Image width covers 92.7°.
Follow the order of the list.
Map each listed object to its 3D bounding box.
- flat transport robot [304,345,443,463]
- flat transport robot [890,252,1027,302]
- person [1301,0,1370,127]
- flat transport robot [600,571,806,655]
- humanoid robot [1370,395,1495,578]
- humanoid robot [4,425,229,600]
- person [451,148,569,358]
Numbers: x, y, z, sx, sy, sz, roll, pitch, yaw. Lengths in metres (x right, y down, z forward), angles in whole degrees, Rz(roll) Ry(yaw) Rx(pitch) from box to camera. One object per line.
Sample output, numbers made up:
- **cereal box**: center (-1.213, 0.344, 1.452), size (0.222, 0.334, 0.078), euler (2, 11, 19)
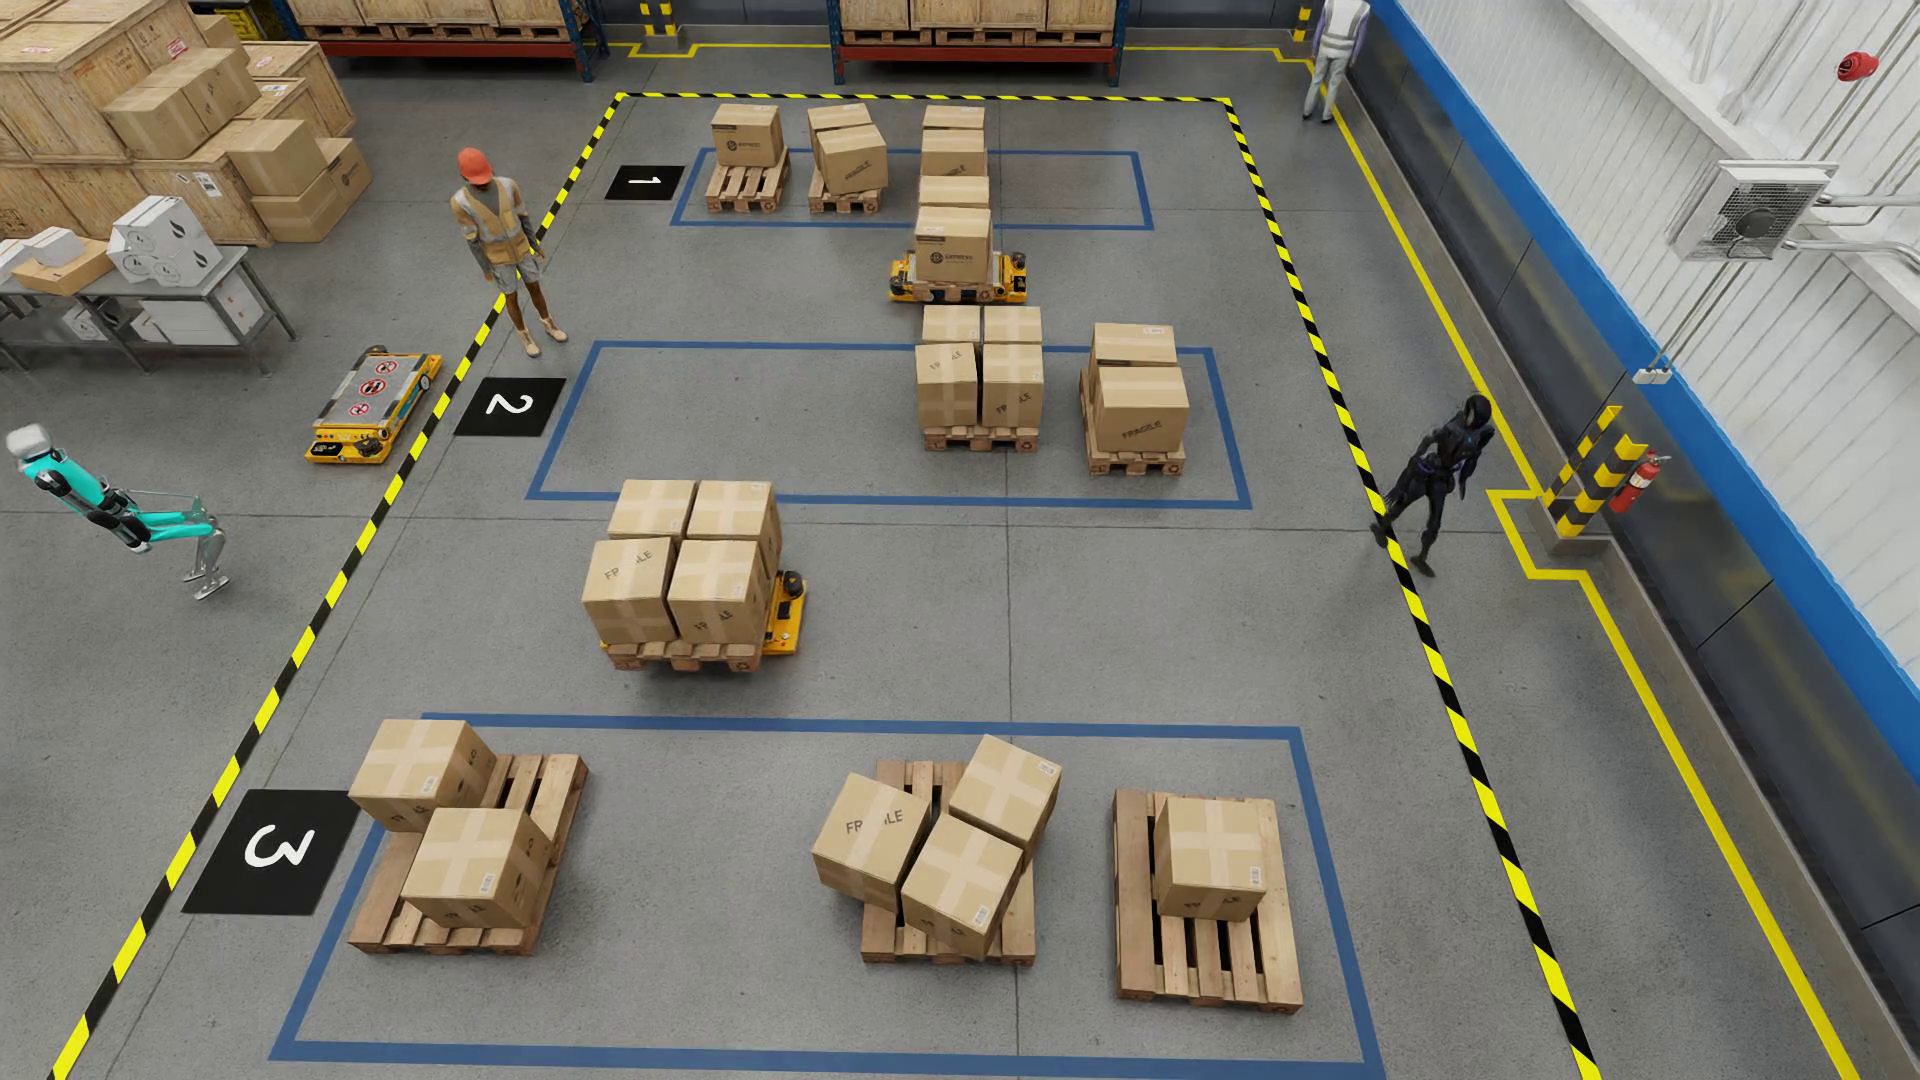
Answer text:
- **flat transport robot**: center (-5.383, -1.269, 8.441), size (0.659, 0.231, 1.431), euler (1, 50, 1)
- **flat transport robot**: center (-0.010, -2.803, 9.721), size (1.431, 0.197, 0.652), euler (1, 50, 1)
- **person**: center (4.762, -6.214, 11.601), size (0.599, 1.829, 0.404), euler (24, 54, 19)
- **flat transport robot**: center (-1.922, 0.530, 6.900), size (1.431, 0.197, 0.652), euler (1, 50, 1)
- **humanoid robot**: center (3.527, -0.414, 6.806), size (0.609, 1.631, 0.650), euler (-7, 50, -6)
- **humanoid robot**: center (-5.779, -0.245, 6.524), size (0.735, 1.678, 0.533), euler (-35, 58, -26)
- **person**: center (-4.131, -2.627, 8.438), size (0.406, 2.031, 0.607), euler (37, 59, 27)
